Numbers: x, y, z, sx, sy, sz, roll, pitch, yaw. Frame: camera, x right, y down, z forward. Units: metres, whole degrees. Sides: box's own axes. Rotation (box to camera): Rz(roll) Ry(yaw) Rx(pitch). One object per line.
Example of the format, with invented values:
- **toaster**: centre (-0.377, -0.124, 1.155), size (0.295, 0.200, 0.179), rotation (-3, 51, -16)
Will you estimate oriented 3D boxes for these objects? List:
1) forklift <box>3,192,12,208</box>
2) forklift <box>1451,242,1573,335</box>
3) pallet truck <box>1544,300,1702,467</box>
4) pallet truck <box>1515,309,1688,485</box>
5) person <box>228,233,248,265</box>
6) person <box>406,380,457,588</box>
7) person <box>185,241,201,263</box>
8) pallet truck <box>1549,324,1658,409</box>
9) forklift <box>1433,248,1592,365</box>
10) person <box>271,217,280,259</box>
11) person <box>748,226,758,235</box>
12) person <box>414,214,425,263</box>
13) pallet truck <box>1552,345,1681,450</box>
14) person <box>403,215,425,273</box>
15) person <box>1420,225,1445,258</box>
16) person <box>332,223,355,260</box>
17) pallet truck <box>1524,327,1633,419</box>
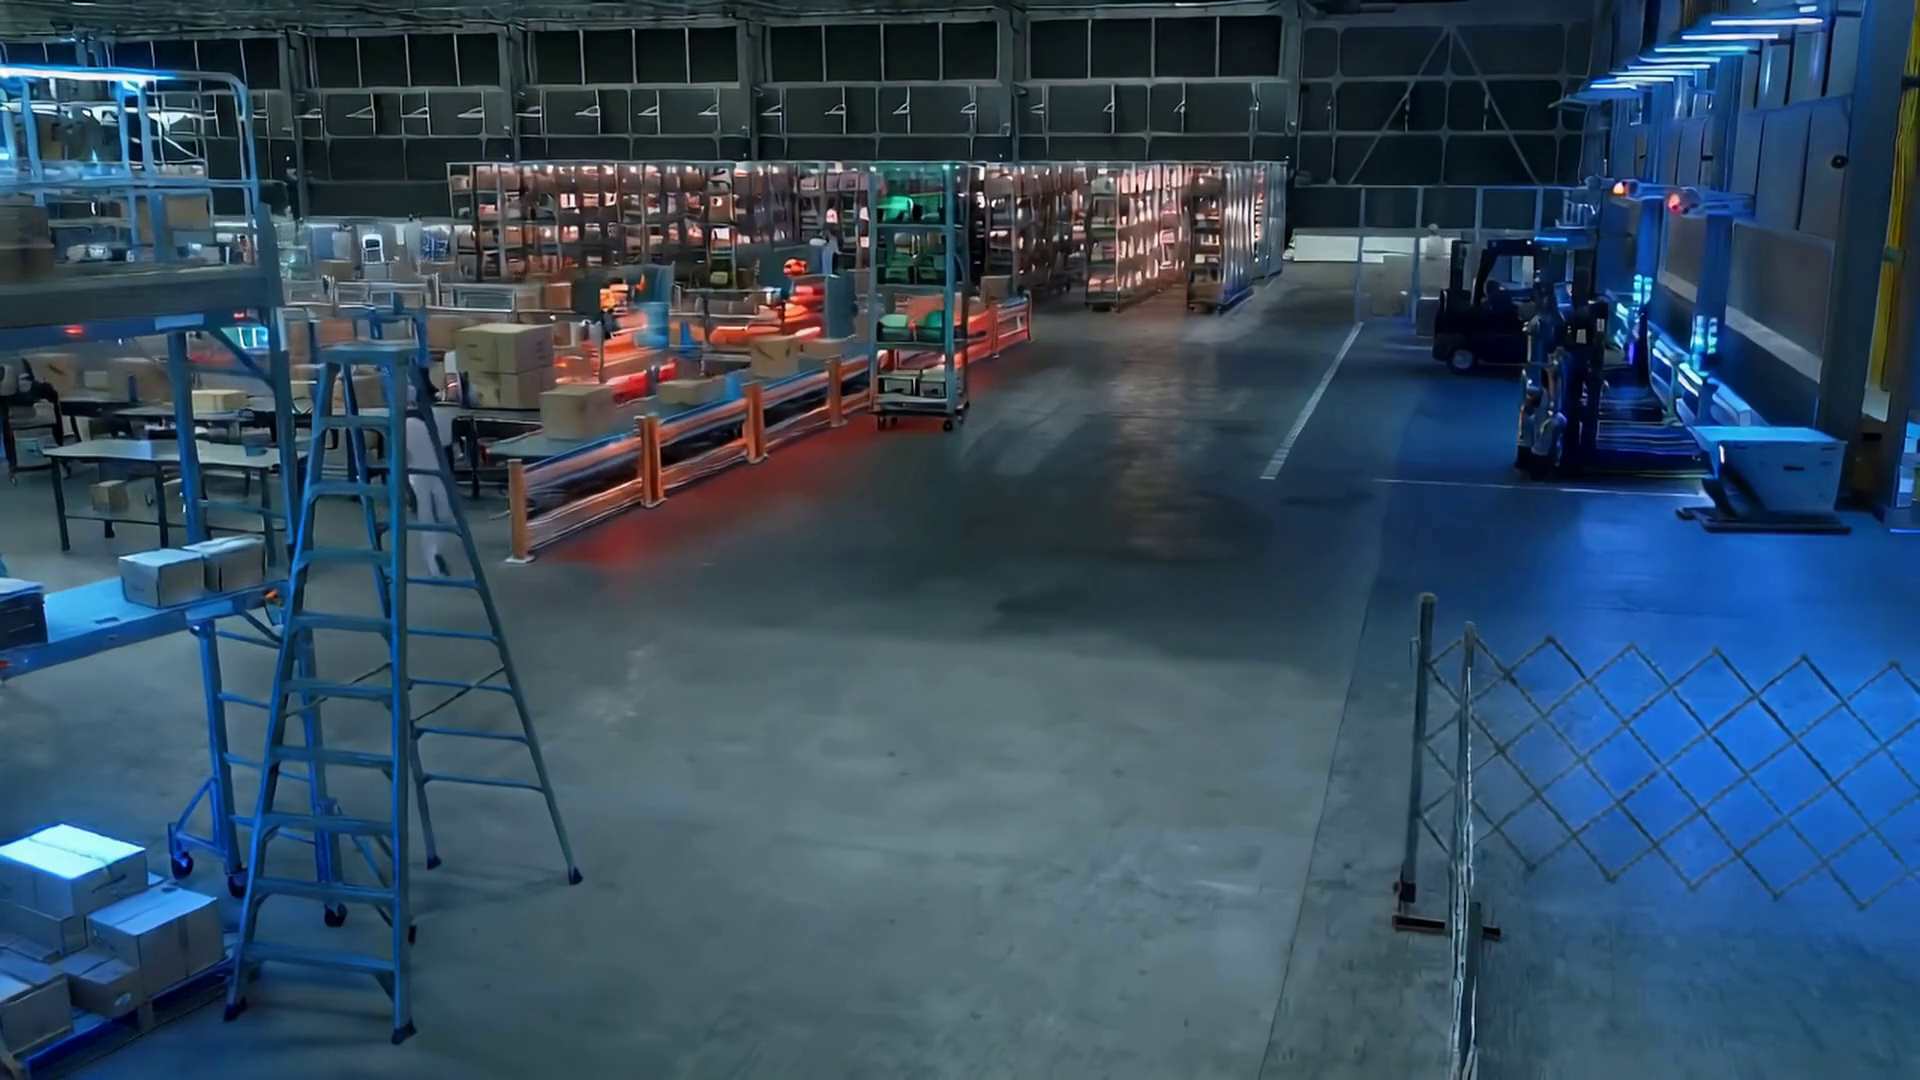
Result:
- **forklift**: centre (-28.551, -9.086, 49.520), size (1.129, 2.768, 1.873), rotation (4, 14, 16)
- **forklift**: centre (10.464, -4.597, 31.405), size (2.680, 1.987, 1.157), rotation (4, 14, 16)
- **pallet truck**: centre (8.263, -1.952, 20.631), size (1.885, 1.965, 0.823), rotation (5, 14, 20)
- **pallet truck**: centre (7.554, -1.677, 19.446), size (1.885, 1.965, 0.823), rotation (3, 13, 14)
- **person**: centre (-19.200, -7.360, 44.374), size (0.586, 1.822, 0.403), rotation (6, 14, 25)
- **person**: centre (-4.697, -0.497, 14.674), size (0.513, 1.856, 0.443), rotation (-7, 15, -29)
- **person**: centre (-16.616, -5.514, 36.124), size (0.386, 1.948, 0.601), rotation (-5, 14, -19)
- **pallet truck**: centre (9.824, -2.669, 25.407), size (1.601, 1.201, 0.680), rotation (4, 14, 16)
- **forklift**: centre (9.780, -4.111, 29.280), size (2.680, 1.987, 1.157), rotation (3, 13, 14)
- **person**: centre (-23.604, -10.251, 57.057), size (0.570, 1.733, 0.718), rotation (-8, 15, -30)
- **person**: centre (-6.680, -9.485, 53.597), size (0.628, 1.799, 0.802), rotation (2, 13, 8)
- **person**: centre (-19.249, -10.718, 59.076), size (0.353, 1.734, 0.485), rotation (12, 18, 42)
- **pallet truck**: centre (8.641, -1.896, 21.908), size (1.630, 1.274, 0.653), rotation (4, 14, 16)
- **person**: centre (-17.720, -9.610, 54.044), size (0.664, 1.851, 1.012), rotation (-5, 14, -22)
- **person**: centre (12.548, -7.445, 44.448), size (0.646, 1.949, 0.970), rotation (12, 18, 43)
- **person**: centre (-18.308, -8.510, 49.361), size (0.580, 1.818, 0.861), rotation (-8, 15, -30)
- **pallet truck**: centre (9.065, -2.460, 24.370), size (1.522, 1.261, 0.704), rotation (3, 13, 14)
